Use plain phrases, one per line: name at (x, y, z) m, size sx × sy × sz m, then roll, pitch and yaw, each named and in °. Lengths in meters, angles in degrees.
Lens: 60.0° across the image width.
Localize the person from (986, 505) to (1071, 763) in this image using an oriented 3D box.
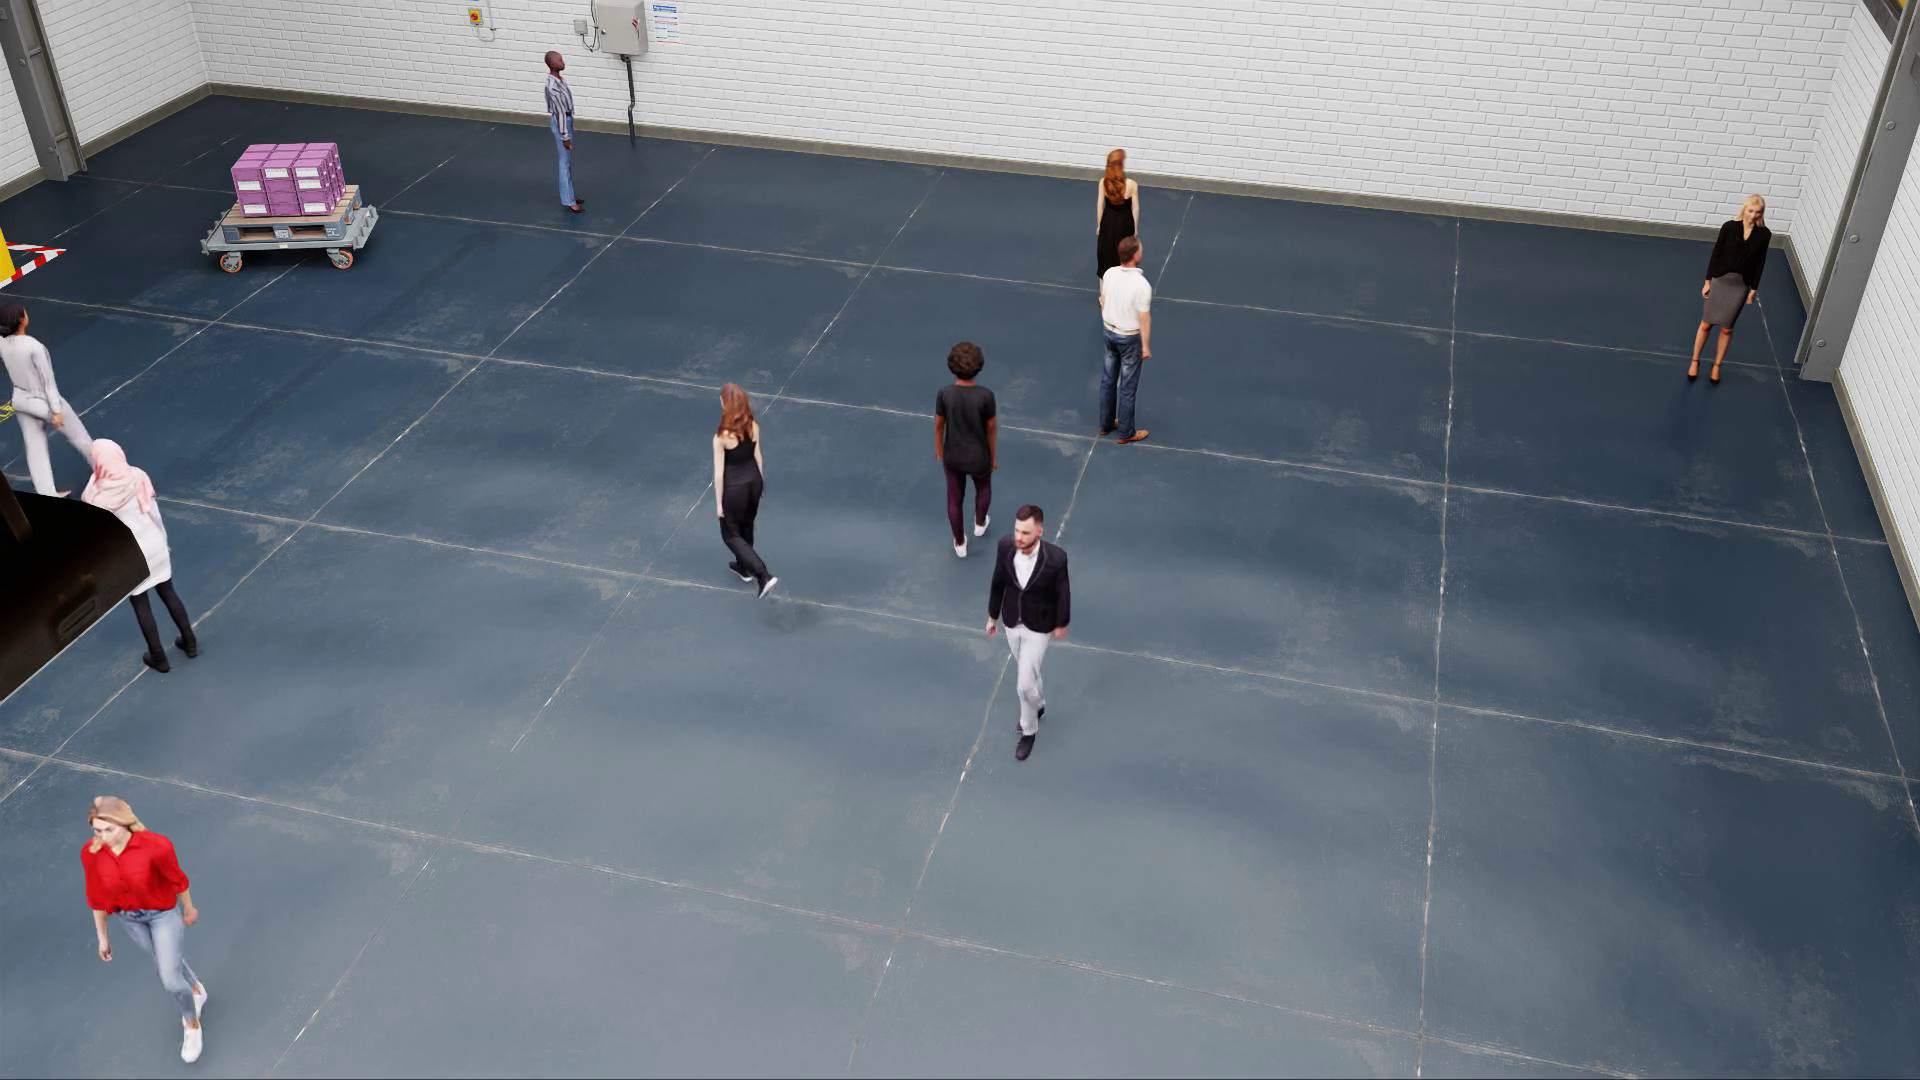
person at (0.501, 0.503, 10.912) m, size 0.799 × 1.821 × 0.896 m, roll 21°, pitch 39°, yaw 29°

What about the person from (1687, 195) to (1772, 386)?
person at (6.956, -2.268, 15.061) m, size 0.619 × 1.843 × 0.572 m, roll 13°, pitch 36°, yaw 18°

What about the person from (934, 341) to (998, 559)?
person at (0.046, -0.641, 12.683) m, size 0.749 × 1.766 × 0.868 m, roll 1°, pitch 34°, yaw 1°

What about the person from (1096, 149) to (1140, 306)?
person at (1.549, -3.083, 16.485) m, size 0.557 × 1.626 × 0.546 m, roll 8°, pitch 35°, yaw 12°

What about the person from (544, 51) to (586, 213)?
person at (-4.437, -4.567, 18.563) m, size 0.756 × 1.796 × 0.612 m, roll -5°, pitch 34°, yaw -8°

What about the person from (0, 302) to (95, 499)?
person at (-7.446, -1.046, 13.349) m, size 0.681 × 1.704 × 1.007 m, roll 7°, pitch 34°, yaw 10°

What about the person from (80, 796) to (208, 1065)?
person at (-4.292, 1.951, 8.857) m, size 0.745 × 1.686 × 0.841 m, roll -1°, pitch 34°, yaw -1°

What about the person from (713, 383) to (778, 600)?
person at (-1.575, -0.330, 12.250) m, size 0.993 × 1.728 × 0.964 m, roll -27°, pitch 42°, yaw -34°

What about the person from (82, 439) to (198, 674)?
person at (-5.688, 0.100, 11.537) m, size 0.767 × 1.800 × 0.644 m, roll 23°, pitch 40°, yaw 30°

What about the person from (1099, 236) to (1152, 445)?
person at (1.382, -1.717, 14.221) m, size 0.776 × 1.855 × 0.752 m, roll -25°, pitch 41°, yaw -32°
